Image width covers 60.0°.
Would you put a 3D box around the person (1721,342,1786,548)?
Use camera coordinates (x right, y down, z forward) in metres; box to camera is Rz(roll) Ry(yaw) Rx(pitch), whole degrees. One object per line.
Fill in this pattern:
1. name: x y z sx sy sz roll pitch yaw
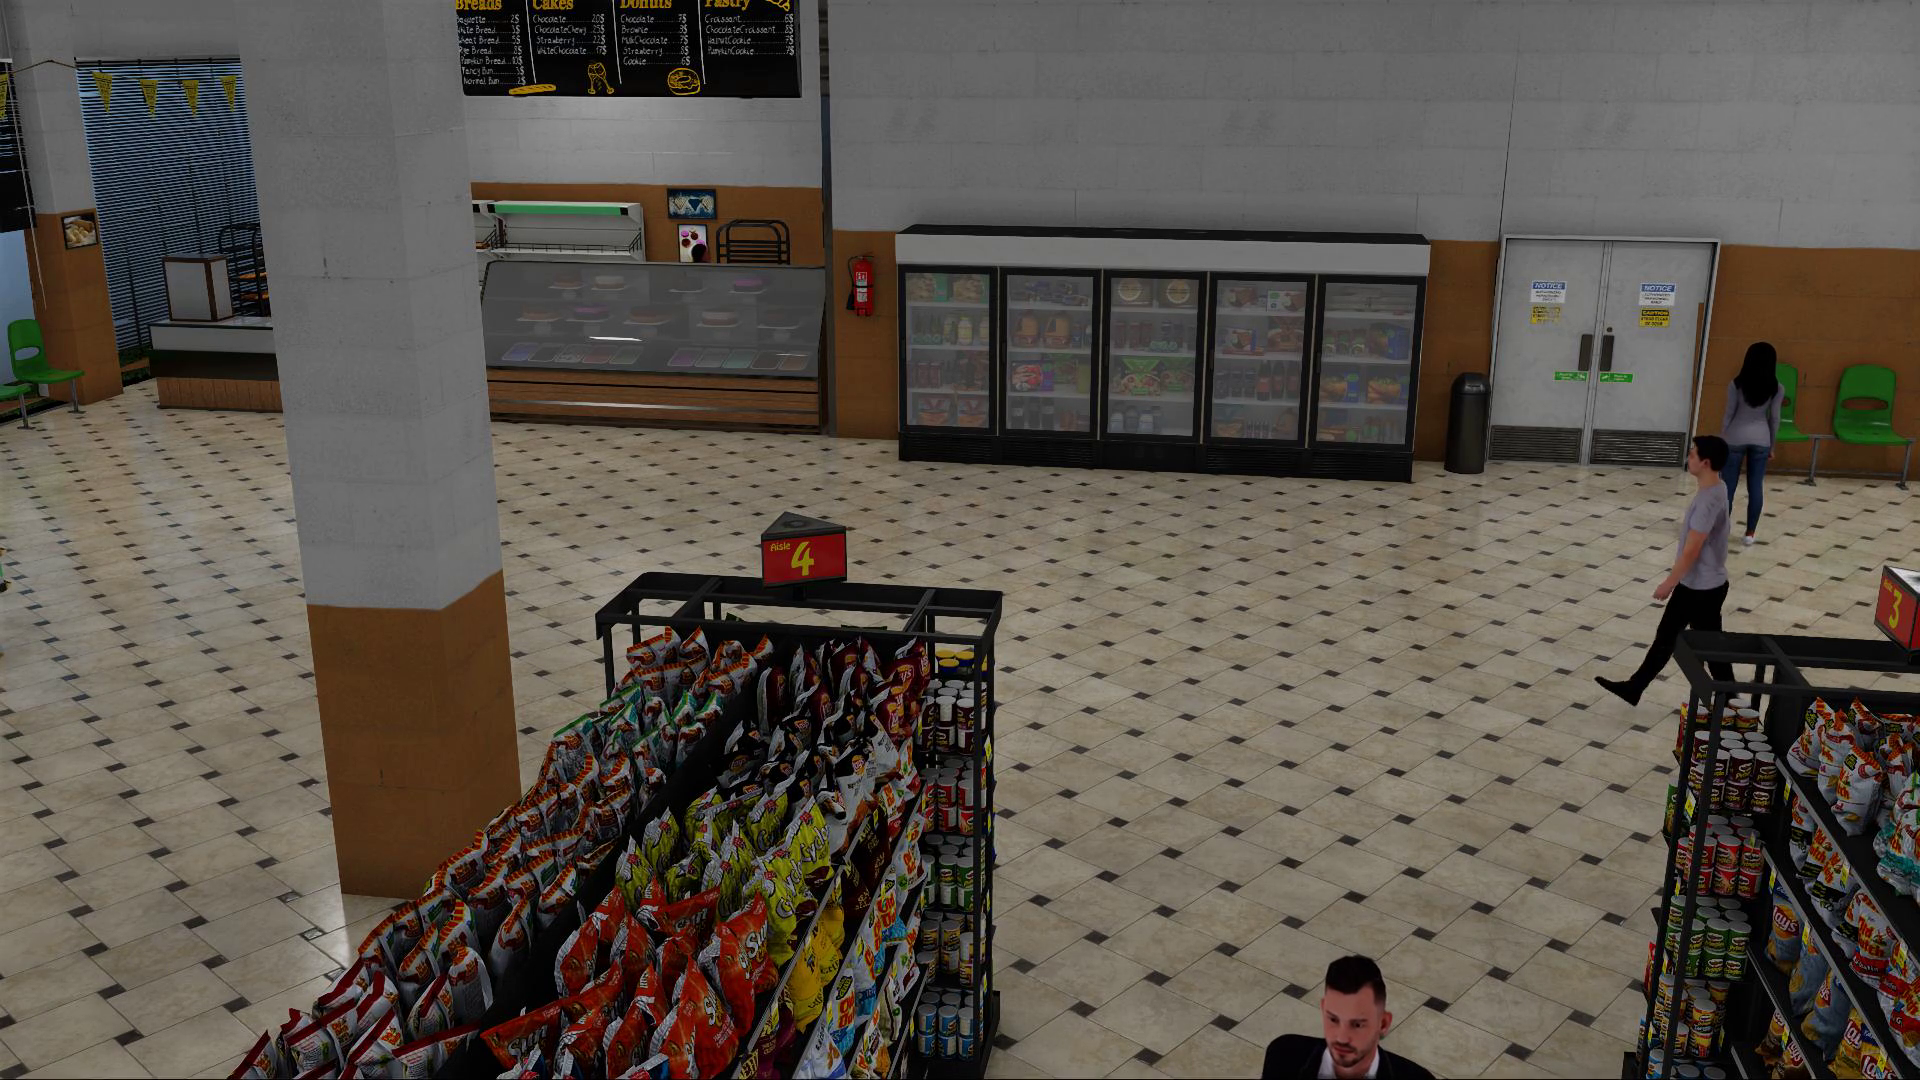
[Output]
1. person: 6.648 -0.808 14.034 0.603 1.735 0.528 4 17 13

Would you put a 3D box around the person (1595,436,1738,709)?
1. person: 4.653 0.308 10.206 0.889 1.825 1.100 7 18 22

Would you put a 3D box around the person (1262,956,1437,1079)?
1. person: 1.048 1.981 4.662 0.696 1.844 0.615 6 18 20
